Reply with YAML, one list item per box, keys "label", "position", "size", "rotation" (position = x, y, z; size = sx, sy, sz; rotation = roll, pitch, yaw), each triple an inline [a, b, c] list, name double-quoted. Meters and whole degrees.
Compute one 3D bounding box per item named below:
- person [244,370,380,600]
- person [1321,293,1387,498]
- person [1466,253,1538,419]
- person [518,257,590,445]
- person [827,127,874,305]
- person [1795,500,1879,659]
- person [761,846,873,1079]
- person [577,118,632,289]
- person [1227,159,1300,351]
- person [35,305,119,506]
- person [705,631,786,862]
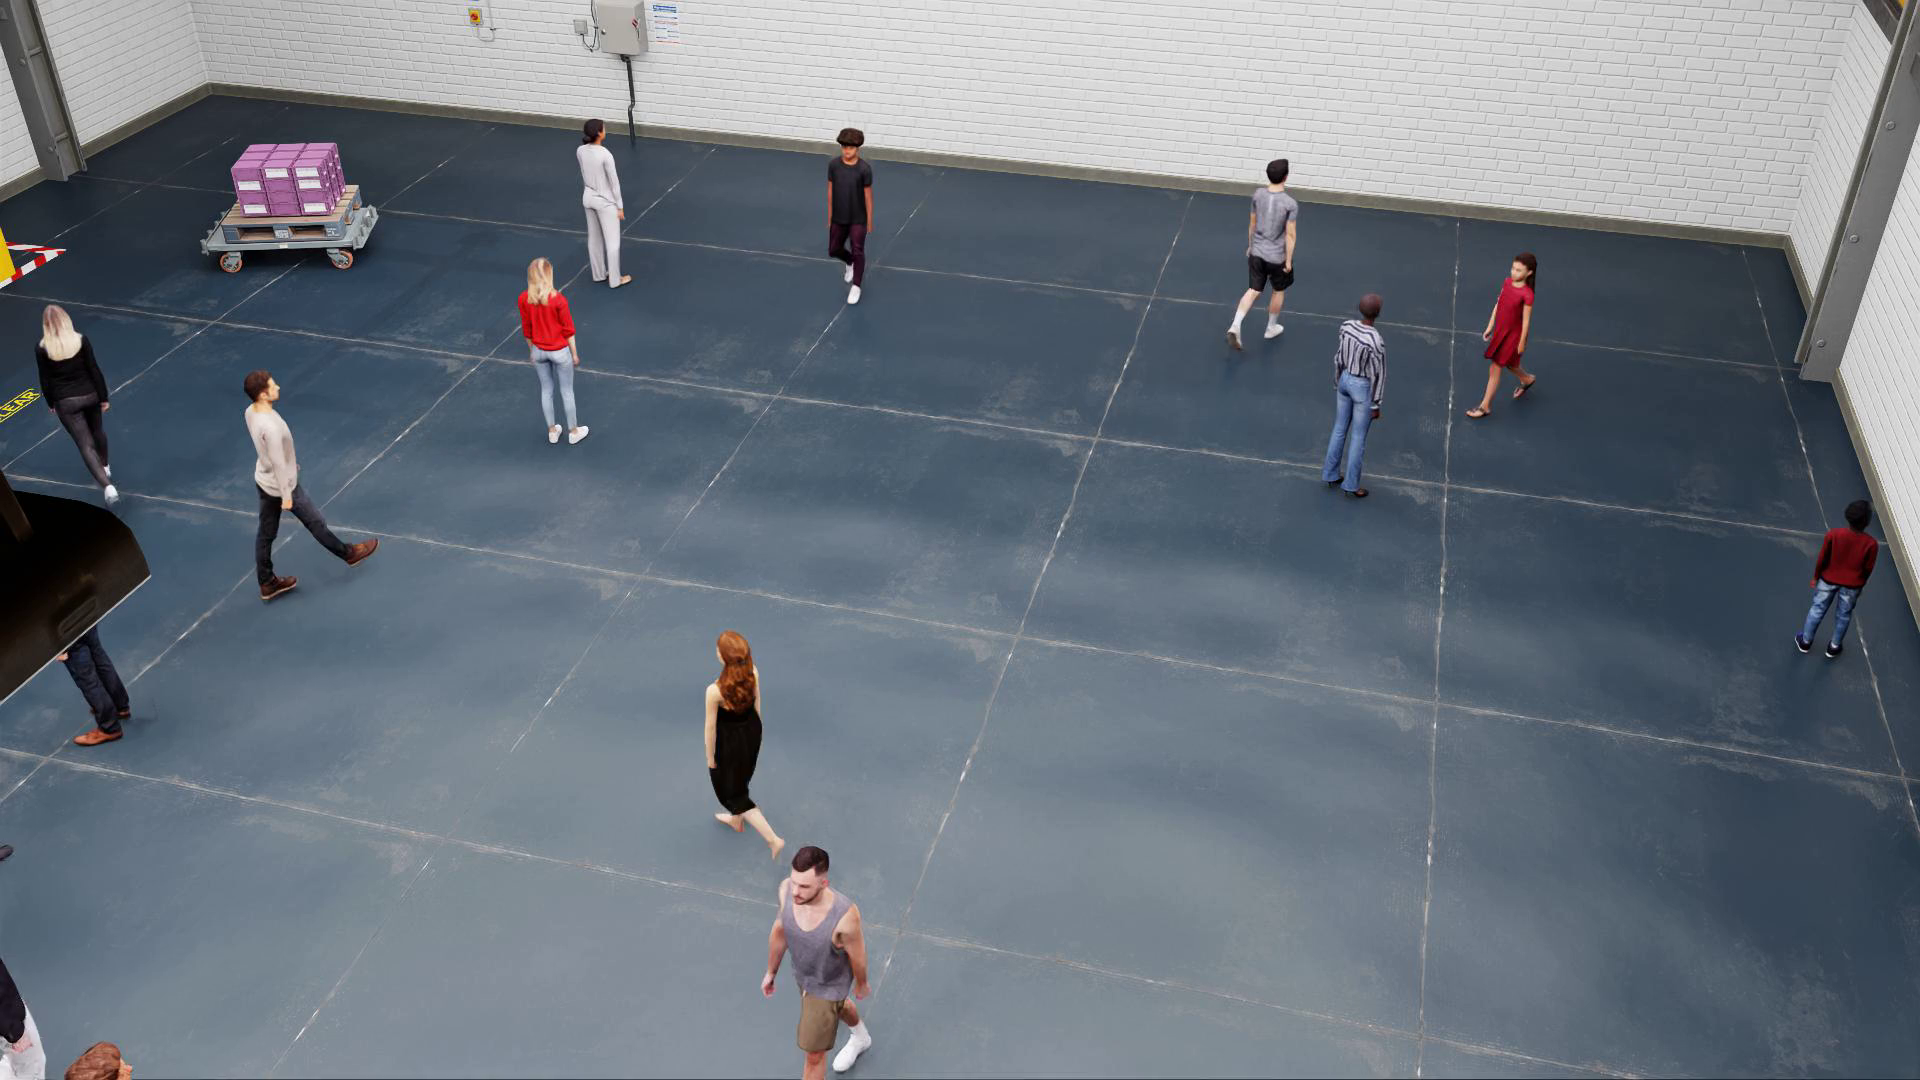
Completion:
- label: "person"
  position: [-5.088, -0.366, 12.224]
  size: [1.264, 1.816, 1.087]
  rotation: [-26, 42, -34]
- label: "person"
  position: [3.209, -1.173, 13.458]
  size: [0.750, 1.795, 0.700]
  rotation: [-19, 38, -26]
- label: "person"
  position: [4.909, -1.841, 14.704]
  size: [0.980, 1.527, 1.011]
  rotation: [-12, 35, -18]
- label: "person"
  position: [-3.484, -1.604, 14.188]
  size: [0.635, 1.705, 0.536]
  rotation: [5, 34, 7]
- label: "person"
  position: [-1.086, -3.291, 16.667]
  size: [0.633, 1.769, 0.806]
  rotation: [9, 35, 13]
- label: "person"
  position: [6.233, 0.276, 11.766]
  size: [0.548, 1.254, 0.543]
  rotation: [16, 37, 23]
- label: "person"
  position: [-0.654, 2.163, 8.488]
  size: [0.944, 1.796, 1.246]
  rotation: [23, 40, 31]
- label: "person"
  position: [-3.657, -3.431, 16.912]
  size: [0.677, 1.733, 0.644]
  rotation: [19, 38, 26]
- label: "person"
  position: [2.859, -2.659, 15.651]
  size: [0.966, 1.841, 1.195]
  rotation: [26, 41, 33]
- label: "person"
  position: [-7.096, -1.059, 13.419]
  size: [1.138, 1.647, 1.100]
  rotation: [-24, 41, -32]
- label: "person"
  position: [-1.286, 1.259, 9.972]
  size: [0.880, 1.603, 0.957]
  rotation: [26, 42, 34]
